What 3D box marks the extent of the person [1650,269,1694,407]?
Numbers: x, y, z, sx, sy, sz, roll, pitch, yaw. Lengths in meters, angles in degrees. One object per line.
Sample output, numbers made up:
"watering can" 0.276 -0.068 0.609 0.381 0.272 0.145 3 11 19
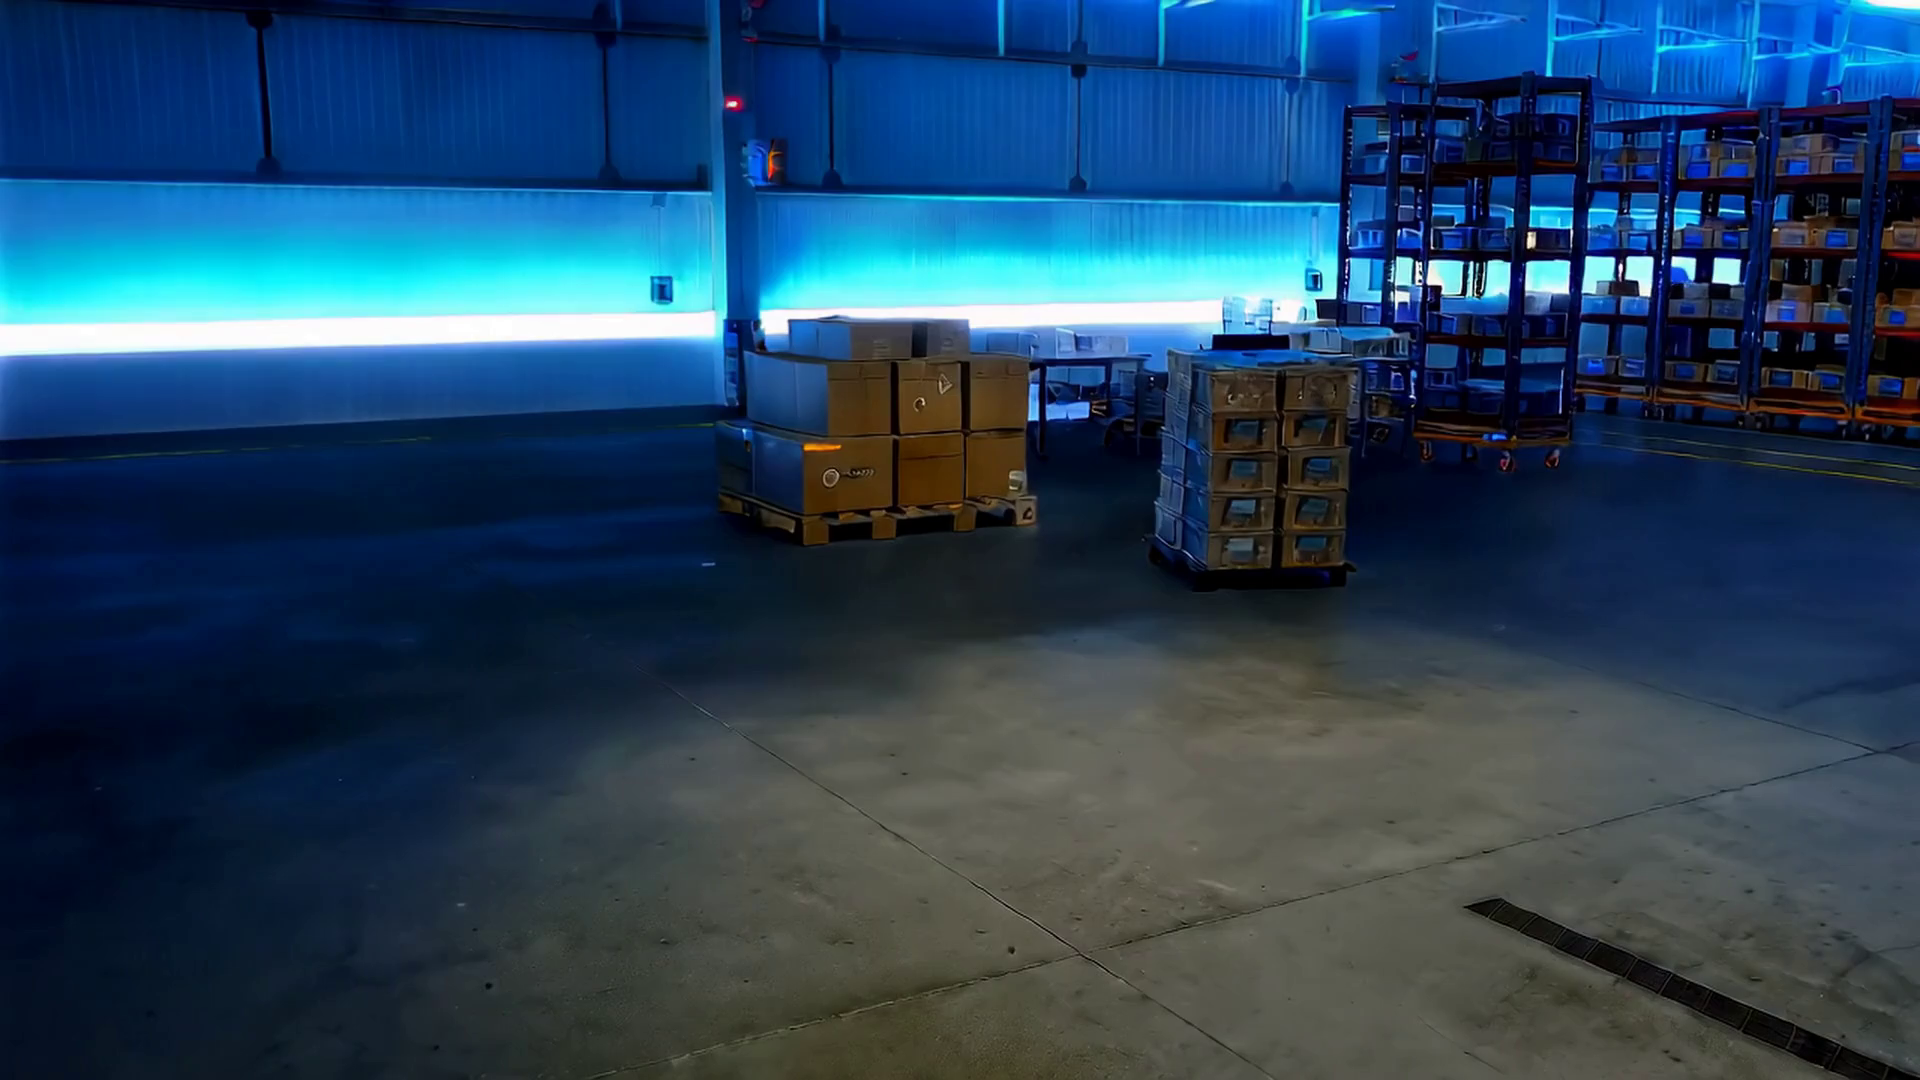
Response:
"person" 9.381 -2.672 21.907 0.575 1.797 0.943 3 11 18
